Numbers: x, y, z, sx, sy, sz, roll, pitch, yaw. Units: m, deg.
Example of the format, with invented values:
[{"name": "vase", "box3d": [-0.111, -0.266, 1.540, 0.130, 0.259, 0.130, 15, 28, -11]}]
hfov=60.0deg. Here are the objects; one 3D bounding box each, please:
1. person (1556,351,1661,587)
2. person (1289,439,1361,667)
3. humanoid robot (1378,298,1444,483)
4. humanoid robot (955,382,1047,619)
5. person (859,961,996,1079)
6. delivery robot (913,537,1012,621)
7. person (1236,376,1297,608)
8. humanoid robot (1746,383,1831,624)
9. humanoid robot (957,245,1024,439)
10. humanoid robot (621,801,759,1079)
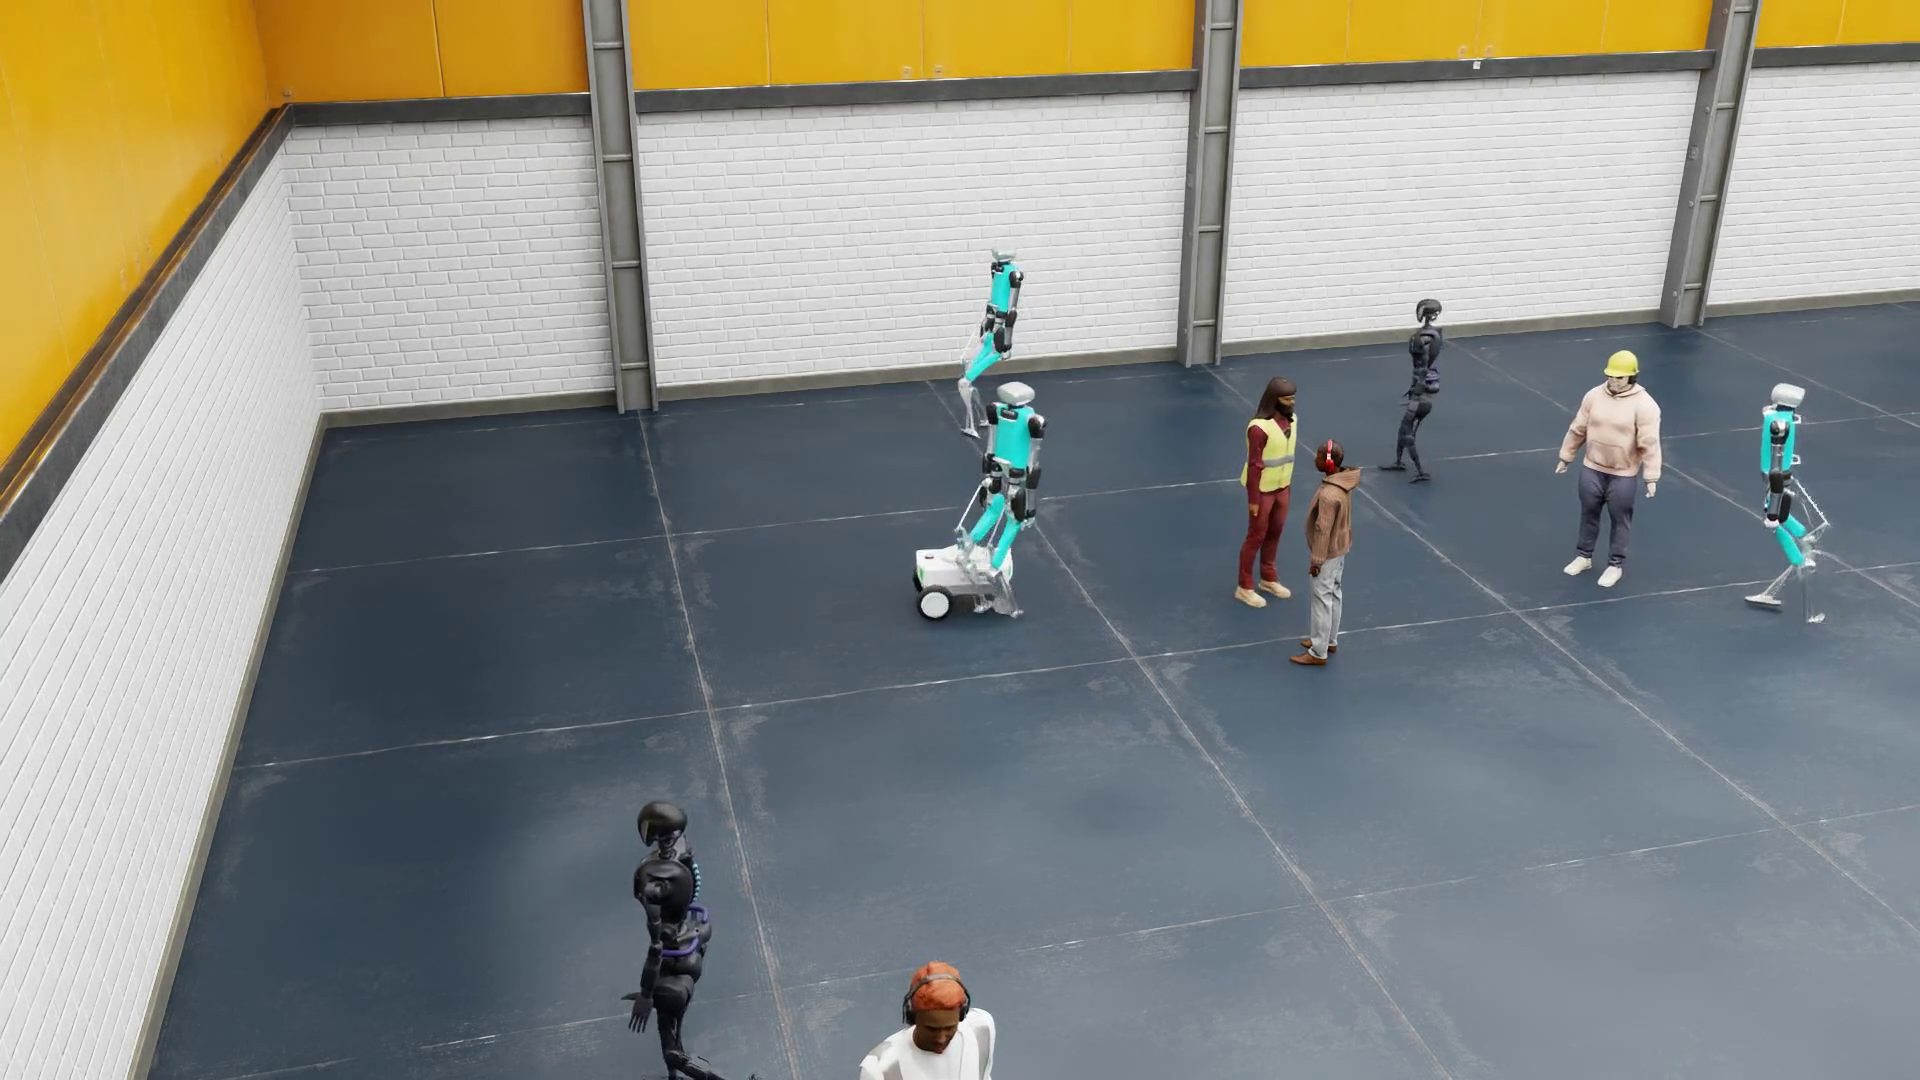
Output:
[{"name": "person", "box3d": [4.959, -0.560, 12.671, 0.792, 1.857, 0.456, 22, 32, 40]}, {"name": "person", "box3d": [2.528, 0.090, 11.446, 0.327, 1.648, 0.462, 11, 26, 24]}, {"name": "humanoid robot", "box3d": [3.974, -1.305, 14.583, 0.470, 1.652, 0.596, 5, 24, 11]}, {"name": "humanoid robot", "box3d": [0.225, -0.219, 12.053, 0.530, 1.778, 0.767, 22, 32, 40]}, {"name": "person", "box3d": [-0.102, 2.320, 6.086, 0.583, 1.883, 0.337, -17, 29, -33]}, {"name": "delivery robot", "box3d": [0.015, 0.260, 12.400, 0.762, 0.582, 0.499, -2, 24, -3]}, {"name": "person", "box3d": [2.280, -0.372, 12.351, 0.469, 1.765, 0.369, -20, 30, -37]}, {"name": "humanoid robot", "box3d": [6.120, -0.187, 12.089, 0.787, 1.892, 0.550, 10, 26, 21]}, {"name": "humanoid robot", "box3d": [0.170, -1.867, 15.778, 0.871, 1.776, 0.597, -10, 26, -21]}, {"name": "humanoid robot", "box3d": [-1.208, 1.858, 7.410, 0.600, 1.632, 0.600, 3, 24, 6]}]
